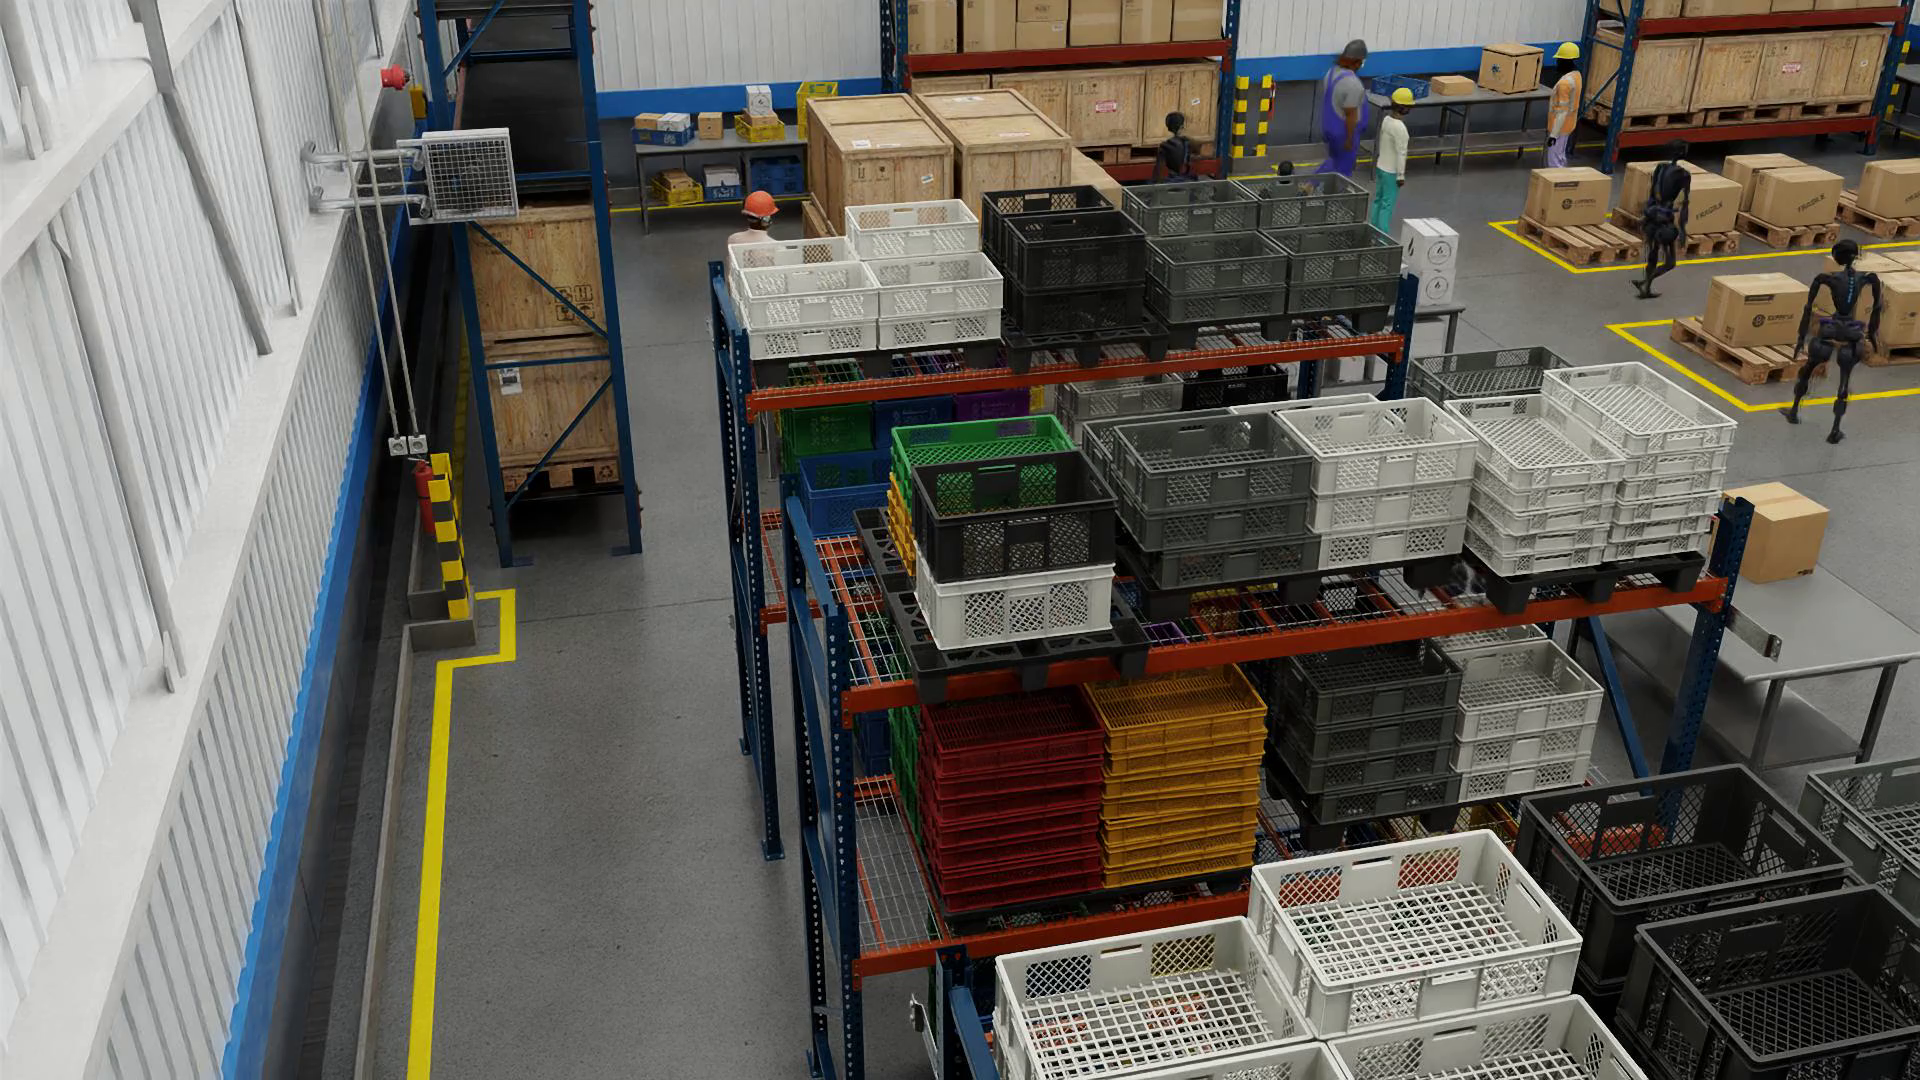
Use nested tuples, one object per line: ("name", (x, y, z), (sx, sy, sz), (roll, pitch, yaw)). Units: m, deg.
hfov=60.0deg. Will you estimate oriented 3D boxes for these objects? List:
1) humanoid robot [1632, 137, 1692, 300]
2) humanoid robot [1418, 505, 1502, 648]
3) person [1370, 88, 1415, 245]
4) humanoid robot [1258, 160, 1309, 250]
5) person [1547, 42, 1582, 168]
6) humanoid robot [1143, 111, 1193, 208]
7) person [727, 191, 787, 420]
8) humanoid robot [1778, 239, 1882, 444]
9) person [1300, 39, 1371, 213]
("humanoid robot", (6.984, -3.173, 16.555), (0.383, 1.655, 0.603), (-7, 29, -13))
("humanoid robot", (3.162, 0.141, 10.290), (0.567, 1.637, 0.635), (10, 30, 19))
("person", (4.695, -4.013, 18.053), (0.323, 1.765, 0.539), (-5, 28, -9))
("humanoid robot", (3.025, -2.795, 15.834), (0.570, 1.652, 0.316), (5, 28, 10))
("person", (6.982, -4.822, 19.417), (0.382, 1.925, 0.591), (15, 31, 27))
("humanoid robot", (2.312, -3.676, 17.523), (0.657, 1.628, 0.590), (19, 33, 32))
("person", (-1.631, -1.919, 13.838), (0.624, 1.992, 0.385), (15, 31, 26))
("humanoid robot", (7.243, -1.640, 13.680), (0.661, 1.612, 0.556), (9, 29, 16))
("person", (4.412, -4.761, 19.182), (0.621, 2.000, 0.689), (-7, 29, -14))
